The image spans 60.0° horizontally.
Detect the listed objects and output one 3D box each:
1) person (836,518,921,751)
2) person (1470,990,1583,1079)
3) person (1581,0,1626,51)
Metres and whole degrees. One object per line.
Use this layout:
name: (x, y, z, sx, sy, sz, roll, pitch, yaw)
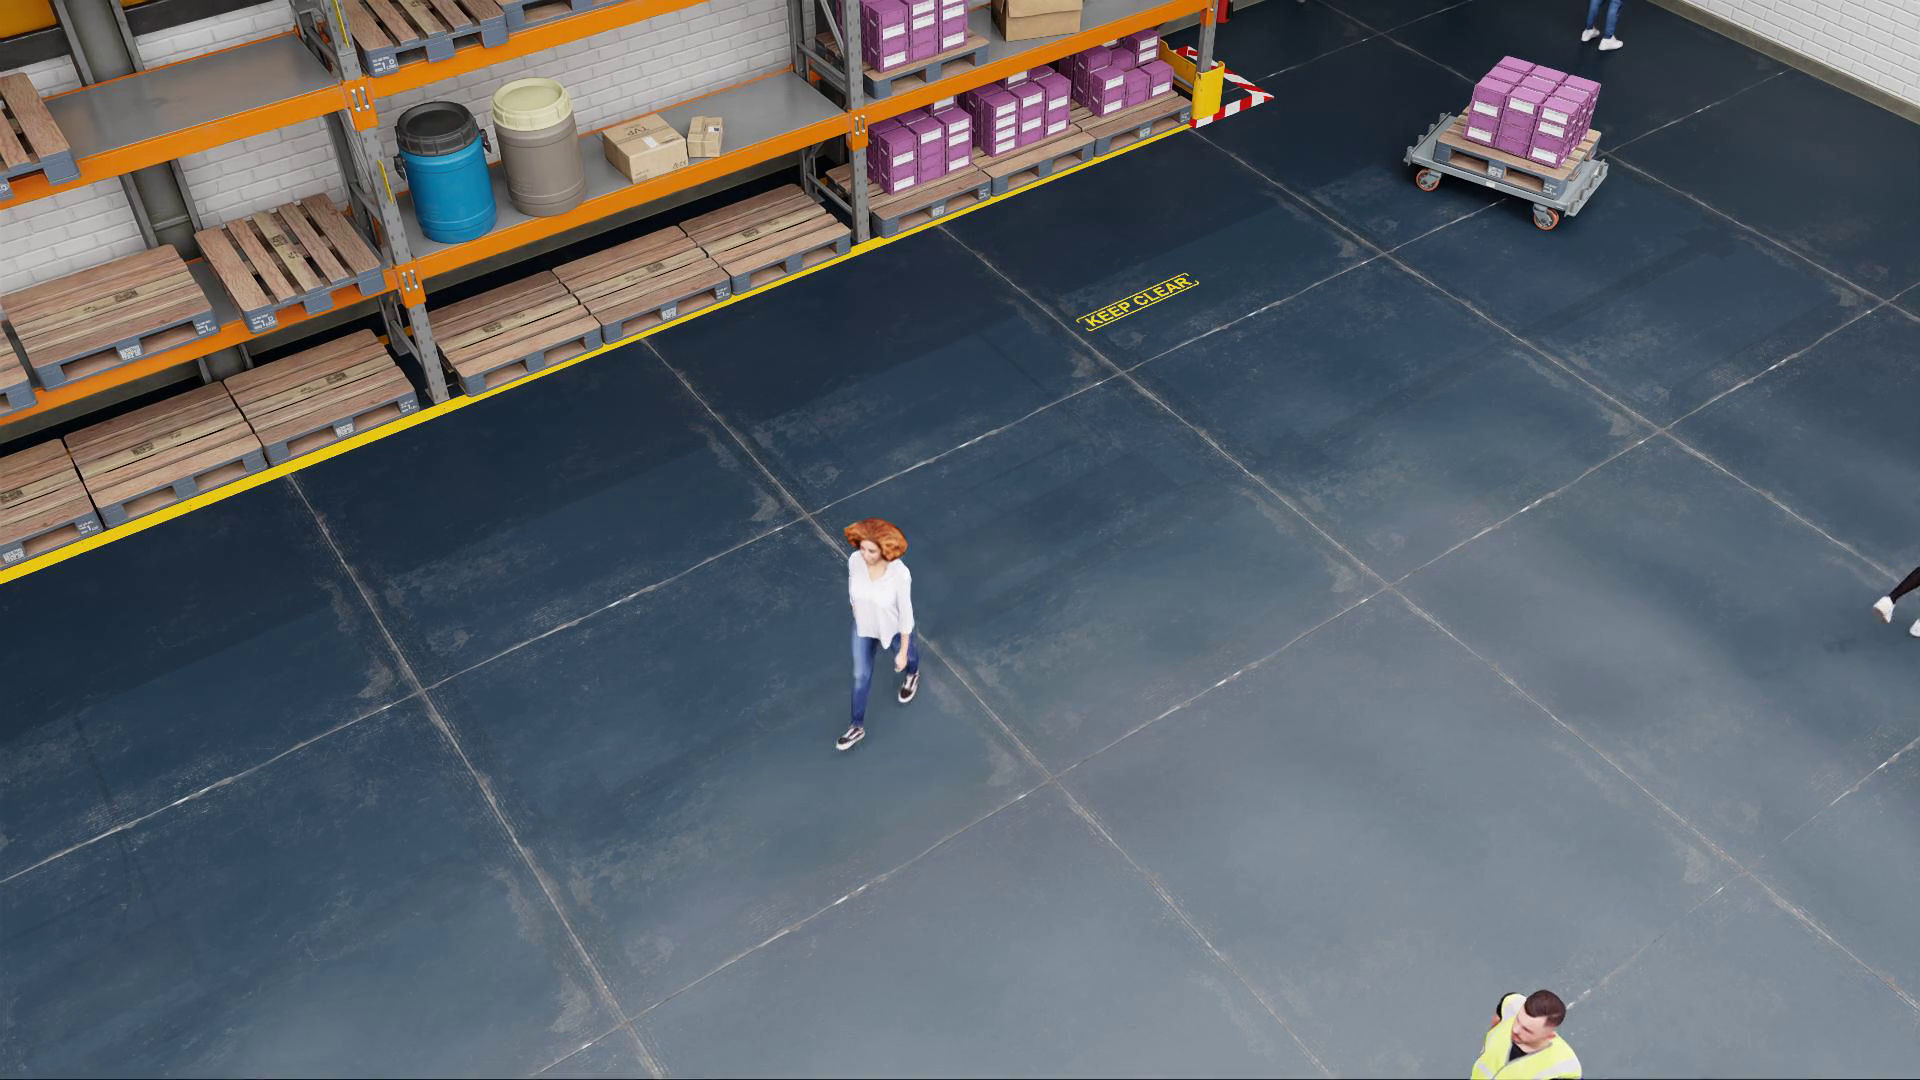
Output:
person: (-0.428, 0.477, 10.428, 1.014, 1.672, 1.206, 17, 46, 17)
person: (2.705, 2.680, 8.020, 1.158, 1.804, 0.816, -19, 47, -19)
person: (6.788, -5.961, 17.089, 0.552, 1.805, 0.681, -23, 48, -23)
